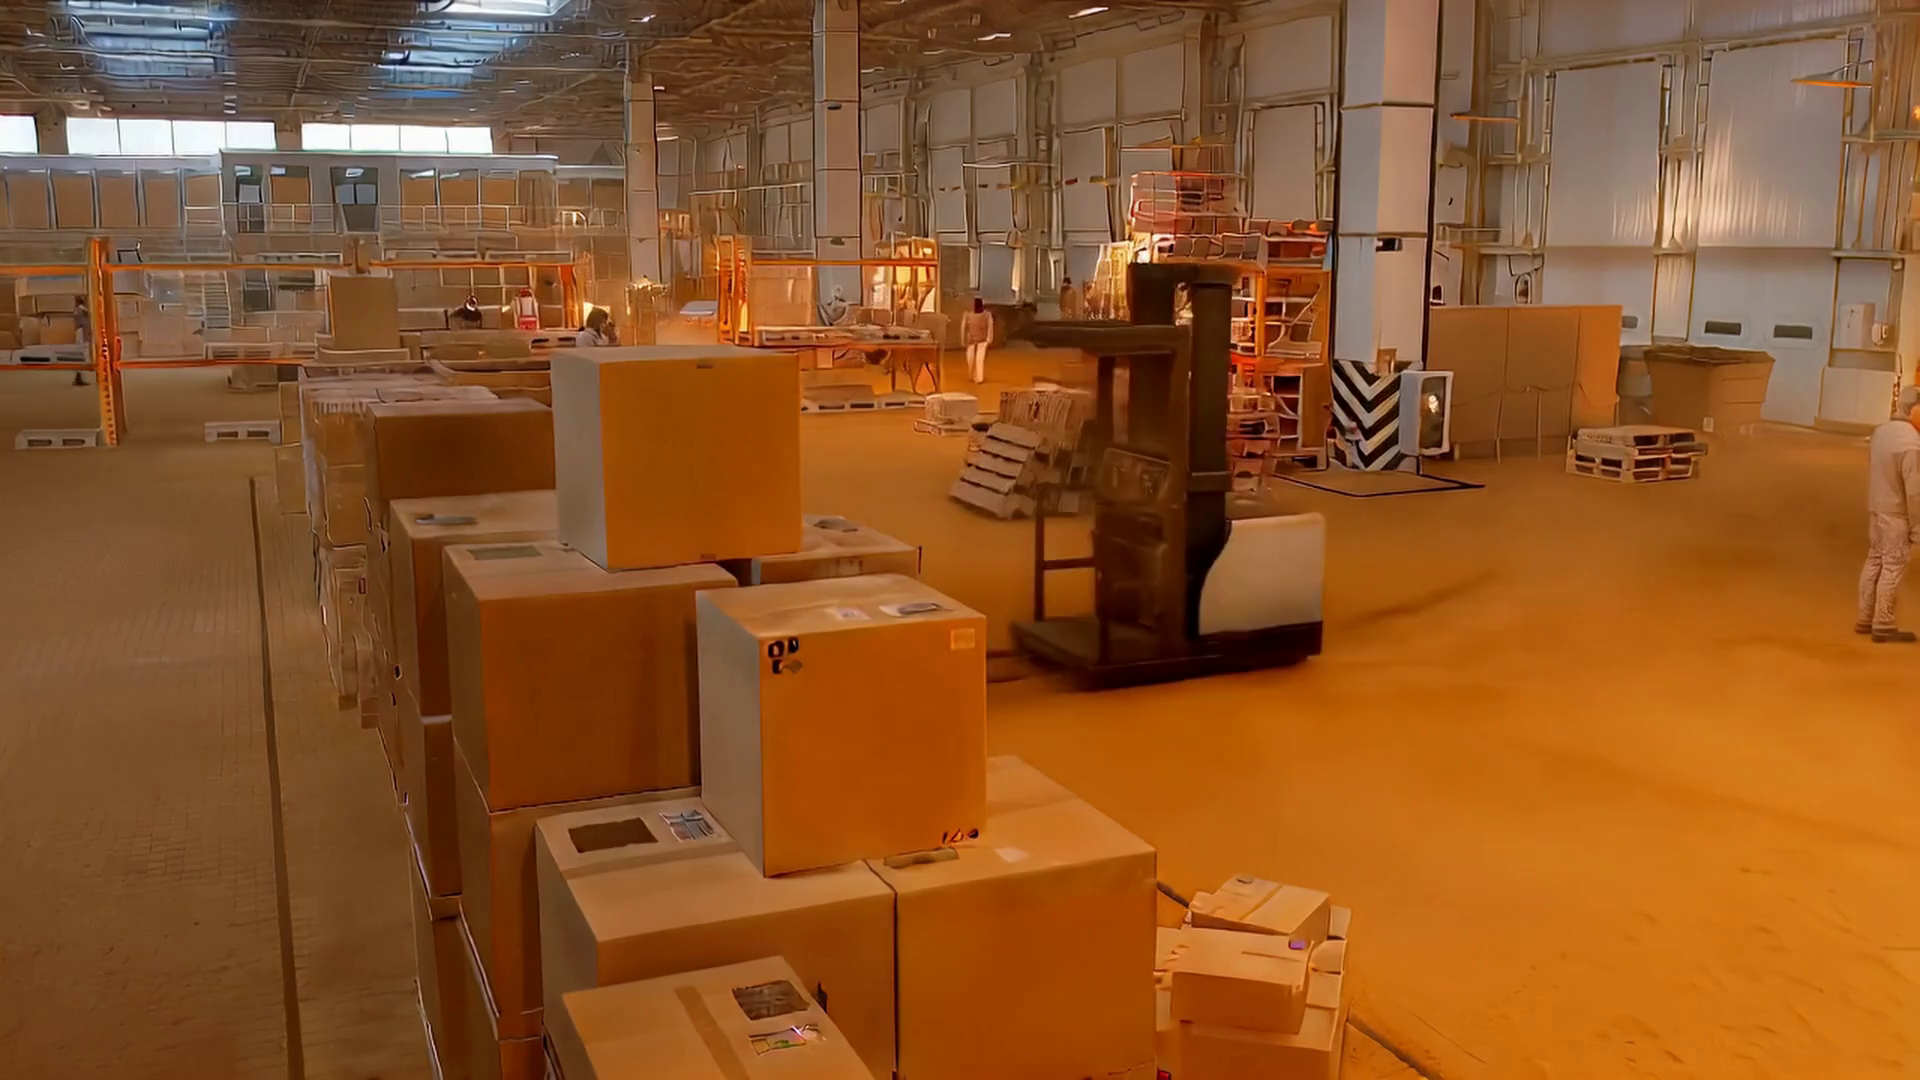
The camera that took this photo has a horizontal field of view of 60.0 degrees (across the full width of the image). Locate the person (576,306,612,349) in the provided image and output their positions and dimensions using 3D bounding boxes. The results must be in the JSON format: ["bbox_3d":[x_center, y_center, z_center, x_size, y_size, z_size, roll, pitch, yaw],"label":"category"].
[{"bbox_3d":[-5.126,-2.307,23.714,0.536,2.000,0.677,3,11,14],"label":"person"}]

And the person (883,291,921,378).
[{"bbox_3d":[-1.286,-4.440,35.964,1.014,1.865,0.594,5,12,28],"label":"person"}]

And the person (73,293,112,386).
[{"bbox_3d":[-17.590,-4.041,33.694,1.003,1.881,0.550,-1,10,-7],"label":"person"}]

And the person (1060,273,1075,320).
[{"bbox_3d":[3.057,-6.693,48.013,0.388,1.992,0.625,-6,12,-29],"label":"person"}]

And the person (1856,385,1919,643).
[{"bbox_3d":[6.969,-0.191,12.379,0.385,1.929,0.636,0,10,1],"label":"person"}]

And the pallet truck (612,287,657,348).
[{"bbox_3d":[-6.464,-4.406,35.401,0.823,1.965,1.885,6,12,32],"label":"pallet truck"}]

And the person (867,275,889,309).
[{"bbox_3d":[-2.429,-6.955,49.721,0.645,1.909,0.679,1,10,7],"label":"person"}]

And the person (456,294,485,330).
[{"bbox_3d":[-9.548,-3.830,32.439,0.603,1.925,0.651,8,13,38],"label":"person"}]

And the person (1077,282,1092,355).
[{"bbox_3d":[3.252,-5.735,43.095,0.309,1.864,0.535,-7,13,-35],"label":"person"}]

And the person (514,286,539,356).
[{"bbox_3d":[-10.265,-5.081,39.445,0.574,1.881,0.357,-4,11,-22],"label":"person"}]

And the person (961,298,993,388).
[{"bbox_3d":[0.352,-4.012,33.762,0.620,1.813,0.849,2,10,11],"label":"person"}]

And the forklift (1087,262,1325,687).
[{"bbox_3d":[1.538,-0.537,11.645,1.873,2.768,1.129,-4,11,-23],"label":"forklift"}]
